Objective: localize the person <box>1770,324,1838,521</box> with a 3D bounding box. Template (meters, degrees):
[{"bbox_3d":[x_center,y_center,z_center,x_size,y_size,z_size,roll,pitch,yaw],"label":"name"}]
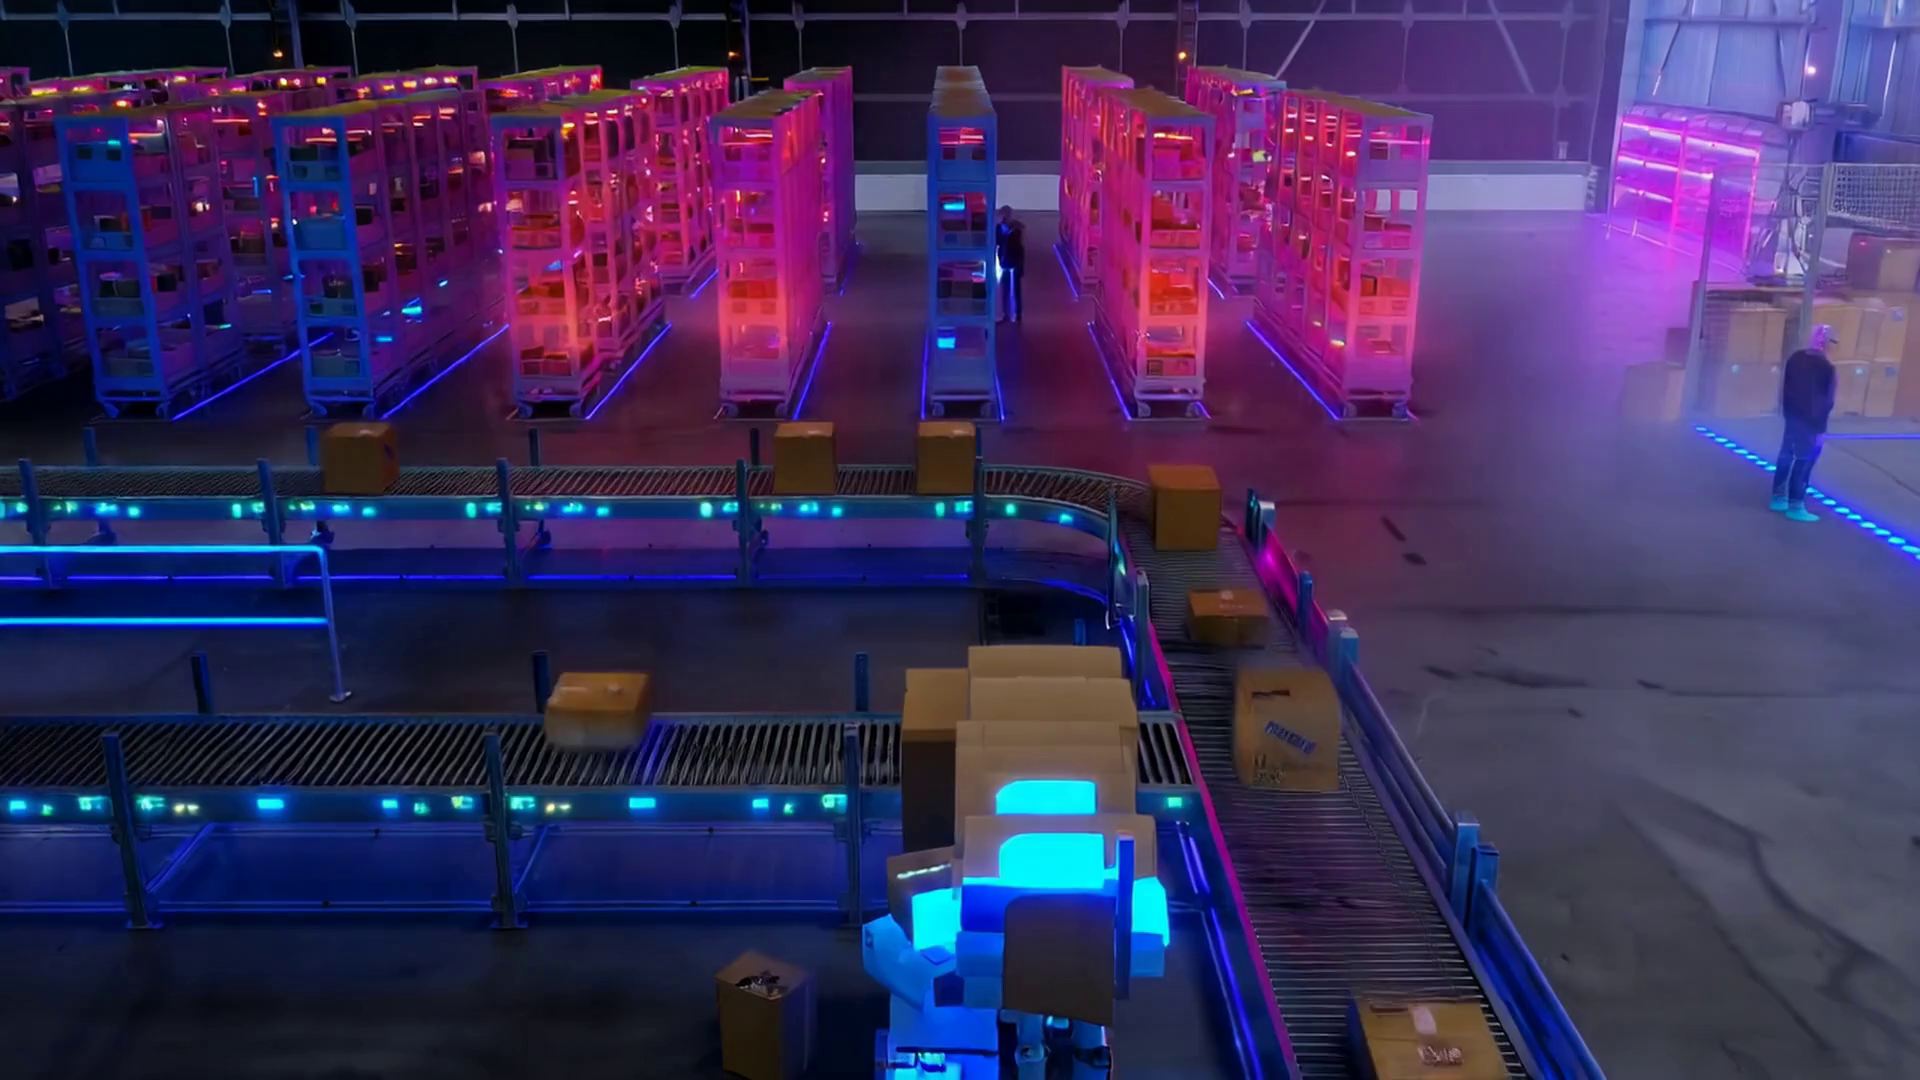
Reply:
[{"bbox_3d":[8.211,-1.145,16.087,0.401,1.904,0.651,-1,18,-3],"label":"person"}]

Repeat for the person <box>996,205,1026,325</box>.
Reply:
[{"bbox_3d":[0.766,-4.288,25.891,0.571,1.831,0.409,10,21,29],"label":"person"}]
